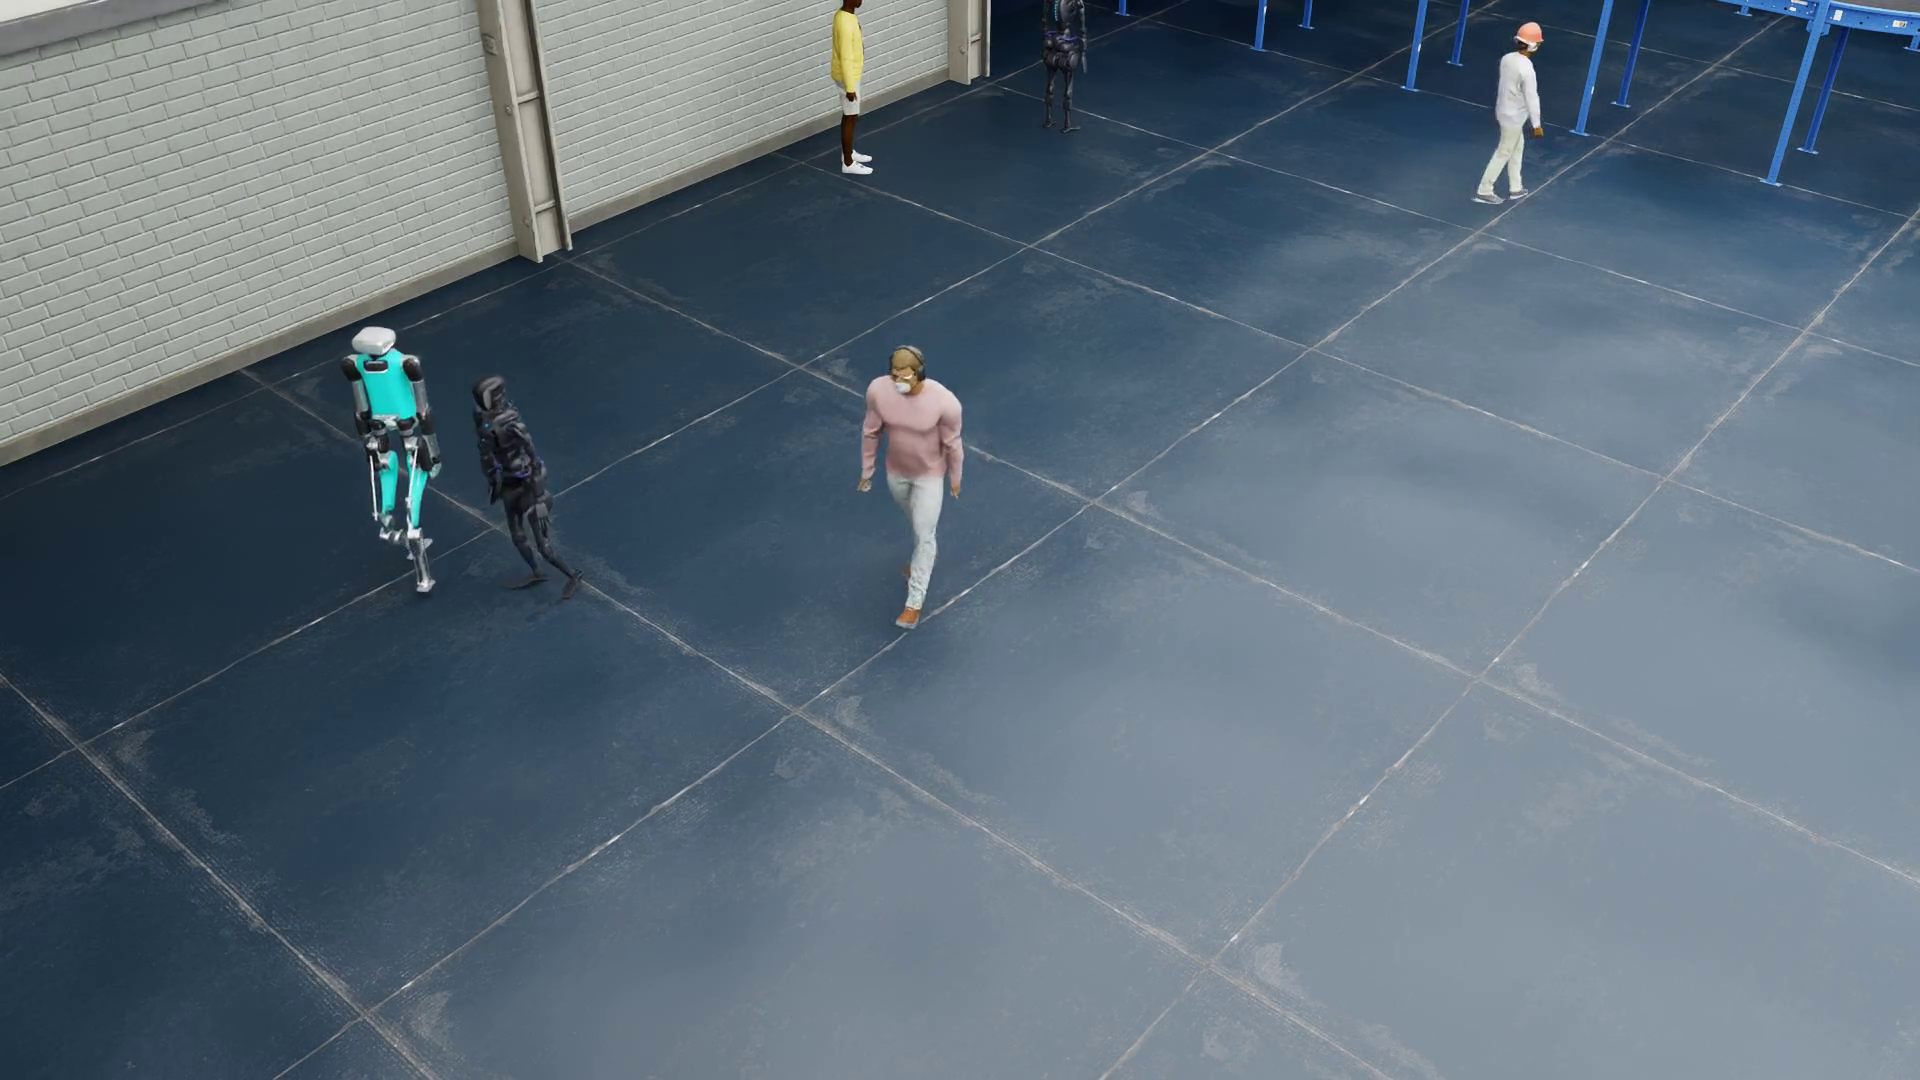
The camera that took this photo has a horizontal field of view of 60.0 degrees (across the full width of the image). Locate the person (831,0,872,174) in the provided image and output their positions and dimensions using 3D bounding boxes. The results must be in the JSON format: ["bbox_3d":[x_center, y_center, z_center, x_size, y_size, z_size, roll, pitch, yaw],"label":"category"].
[{"bbox_3d":[-1.078,-4.553,16.385,0.381,1.893,0.538,-1,35,-1],"label":"person"}]

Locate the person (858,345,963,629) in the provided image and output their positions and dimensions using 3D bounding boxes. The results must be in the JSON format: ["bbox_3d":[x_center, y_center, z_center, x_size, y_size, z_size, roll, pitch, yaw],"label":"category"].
[{"bbox_3d":[-0.334,-0.397,10.557,0.653,1.896,0.923,15,38,20],"label":"person"}]

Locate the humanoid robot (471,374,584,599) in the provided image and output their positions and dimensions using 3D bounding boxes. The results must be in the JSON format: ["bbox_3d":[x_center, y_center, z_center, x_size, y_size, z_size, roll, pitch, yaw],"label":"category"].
[{"bbox_3d":[-2.793,-0.357,10.678,0.601,1.640,0.414,23,42,29],"label":"humanoid robot"}]

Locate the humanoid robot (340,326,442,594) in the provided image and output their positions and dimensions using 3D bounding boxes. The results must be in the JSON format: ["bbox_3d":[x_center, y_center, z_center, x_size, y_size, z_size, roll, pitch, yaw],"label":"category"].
[{"bbox_3d":[-3.688,-0.416,10.707,0.554,1.762,0.872,3,36,5],"label":"humanoid robot"}]

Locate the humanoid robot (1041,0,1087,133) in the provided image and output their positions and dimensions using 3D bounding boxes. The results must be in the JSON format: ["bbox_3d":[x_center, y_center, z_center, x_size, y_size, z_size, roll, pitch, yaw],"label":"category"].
[{"bbox_3d":[1.061,-5.112,17.339,0.599,1.659,0.315,27,43,32],"label":"humanoid robot"}]

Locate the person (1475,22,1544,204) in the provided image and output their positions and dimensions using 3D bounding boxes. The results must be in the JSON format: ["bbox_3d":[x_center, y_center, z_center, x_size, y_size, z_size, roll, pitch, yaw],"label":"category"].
[{"bbox_3d":[5.290,-4.022,15.774,0.566,1.725,0.600,0,35,0],"label":"person"}]
